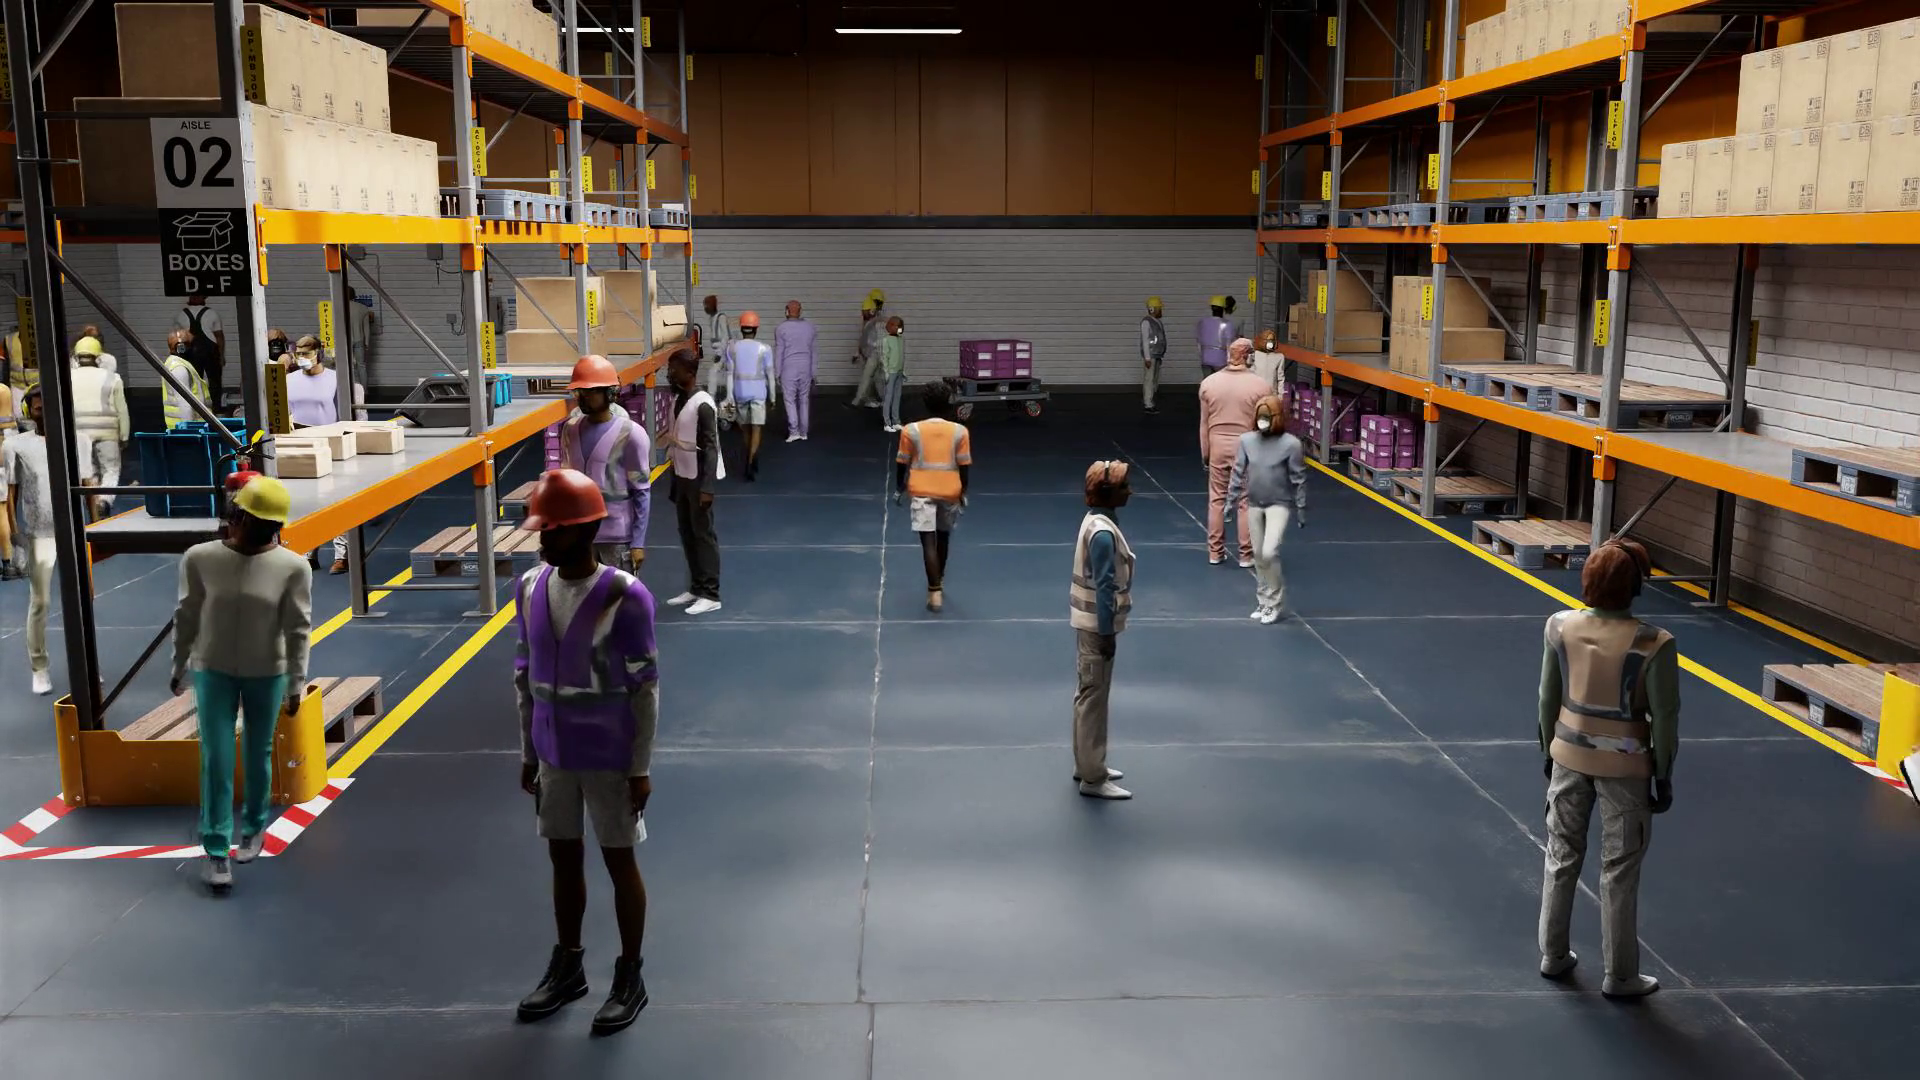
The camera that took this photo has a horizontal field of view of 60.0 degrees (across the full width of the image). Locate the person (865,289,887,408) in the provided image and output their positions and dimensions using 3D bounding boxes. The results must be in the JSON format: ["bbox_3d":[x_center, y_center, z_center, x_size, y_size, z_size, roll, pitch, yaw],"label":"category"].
[{"bbox_3d":[-1.373,-3.115,27.022,0.386,1.922,0.594,2,10,9],"label":"person"}]

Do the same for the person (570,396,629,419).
[{"bbox_3d":[-2.806,-0.496,12.963,0.485,1.737,0.346,2,10,11],"label":"person"}]

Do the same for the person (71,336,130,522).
[{"bbox_3d":[-8.064,-0.981,15.484,0.593,1.809,0.658,-2,10,-13],"label":"person"}]

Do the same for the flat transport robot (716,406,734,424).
[{"bbox_3d":[-3.982,-1.883,24.769,1.431,0.197,0.652,3,11,16],"label":"flat transport robot"}]

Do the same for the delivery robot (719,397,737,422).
[{"bbox_3d":[-3.230,-1.909,23.860,0.477,0.478,0.707,1,10,4],"label":"delivery robot"}]

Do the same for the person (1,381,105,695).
[{"bbox_3d":[-5.413,-0.022,9.956,0.312,1.867,0.531,10,14,44],"label":"person"}]

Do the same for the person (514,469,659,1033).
[{"bbox_3d":[-1.284,0.716,5.646,0.547,1.938,0.379,4,11,23],"label":"person"}]

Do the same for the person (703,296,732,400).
[{"bbox_3d":[-3.874,-2.967,26.507,0.956,1.815,0.589,-5,12,-28],"label":"person"}]

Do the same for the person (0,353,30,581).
[{"bbox_3d":[-7.695,-0.640,13.208,0.551,1.932,0.376,1,10,8],"label":"person"}]

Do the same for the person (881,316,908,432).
[{"bbox_3d":[-0.926,-2.353,23.591,0.289,1.632,0.498,7,12,33],"label":"person"}]

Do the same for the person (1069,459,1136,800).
[{"bbox_3d":[0.688,0.424,8.099,0.315,1.641,0.515,0,10,1],"label":"person"}]

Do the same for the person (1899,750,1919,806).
[{"bbox_3d":[4.720,0.410,7.528,0.502,1.880,0.650,10,14,44],"label":"person"}]

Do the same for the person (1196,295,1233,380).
[{"bbox_3d":[3.714,-2.588,24.129,0.606,1.914,0.418,7,12,35],"label":"person"}]

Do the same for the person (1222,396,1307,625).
[{"bbox_3d":[2.143,-0.207,11.697,0.531,1.614,0.539,8,13,39],"label":"person"}]

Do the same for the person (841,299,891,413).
[{"bbox_3d":[-1.487,-2.888,26.140,0.917,1.780,0.601,-3,11,-18],"label":"person"}]

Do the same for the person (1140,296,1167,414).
[{"bbox_3d":[3.017,-2.899,26.115,0.458,1.826,0.611,5,11,27],"label":"person"}]

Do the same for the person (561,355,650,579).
[{"bbox_3d":[-2.063,-0.040,9.557,0.605,2.045,0.379,5,11,26],"label":"person"}]

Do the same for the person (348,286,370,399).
[{"bbox_3d":[-10.313,-3.334,28.206,0.635,1.939,0.367,-9,13,-41],"label":"person"}]

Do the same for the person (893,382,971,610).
[{"bbox_3d":[-0.208,-0.350,12.352,0.546,1.641,0.876,-2,10,-13],"label":"person"}]

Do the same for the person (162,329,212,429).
[{"bbox_3d":[-7.411,-1.094,15.994,0.429,1.847,0.627,-6,12,-29],"label":"person"}]

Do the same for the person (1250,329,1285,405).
[{"bbox_3d":[3.703,-1.744,20.225,0.497,1.629,0.276,-1,10,-8],"label":"person"}]

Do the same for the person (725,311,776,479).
[{"bbox_3d":[-2.393,-1.651,18.936,0.555,1.909,0.889,0,10,3],"label":"person"}]

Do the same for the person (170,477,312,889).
[{"bbox_3d":[-3.017,0.584,6.997,0.593,1.707,0.718,-4,11,-20],"label":"person"}]

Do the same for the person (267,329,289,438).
[{"bbox_3d":[-6.582,-1.118,16.134,0.627,1.844,0.429,-5,11,-27],"label":"person"}]

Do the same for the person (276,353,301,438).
[{"bbox_3d":[-6.295,-0.944,15.723,0.514,1.642,0.310,7,12,33],"label":"person"}]

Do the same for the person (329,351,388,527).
[{"bbox_3d":[-5.624,-0.911,15.315,0.531,1.710,0.866,7,13,36],"label":"person"}]

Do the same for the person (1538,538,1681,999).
[{"bbox_3d":[2.295,0.812,5.930,0.309,1.645,0.514,-9,13,-40],"label":"person"}]

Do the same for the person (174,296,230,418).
[{"bbox_3d":[-11.415,-2.830,25.110,0.687,2.000,0.536,-1,10,-6],"label":"person"}]

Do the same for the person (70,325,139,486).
[{"bbox_3d":[-9.022,-1.347,17.497,0.545,1.802,0.877,0,10,0],"label":"person"}]

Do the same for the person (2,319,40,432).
[{"bbox_3d":[-11.591,-1.944,20.781,0.652,1.824,0.672,-2,10,-9],"label":"person"}]

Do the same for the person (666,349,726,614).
[{"bbox_3d":[-1.914,-0.422,12.102,0.382,1.907,0.638,-6,12,-31],"label":"person"}]

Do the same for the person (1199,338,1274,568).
[{"bbox_3d":[2.291,-0.709,13.711,0.645,1.897,0.406,6,12,29],"label":"person"}]

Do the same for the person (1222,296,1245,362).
[{"bbox_3d":[4.197,-2.853,25.788,0.527,1.849,0.705,4,11,22],"label":"person"}]

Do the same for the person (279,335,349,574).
[{"bbox_3d":[-5.196,-0.685,13.450,0.635,1.939,0.367,1,10,4],"label":"person"}]

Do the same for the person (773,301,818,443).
[{"bbox_3d":[-2.199,-2.240,22.325,0.689,1.900,0.615,-7,12,-34],"label":"person"}]
